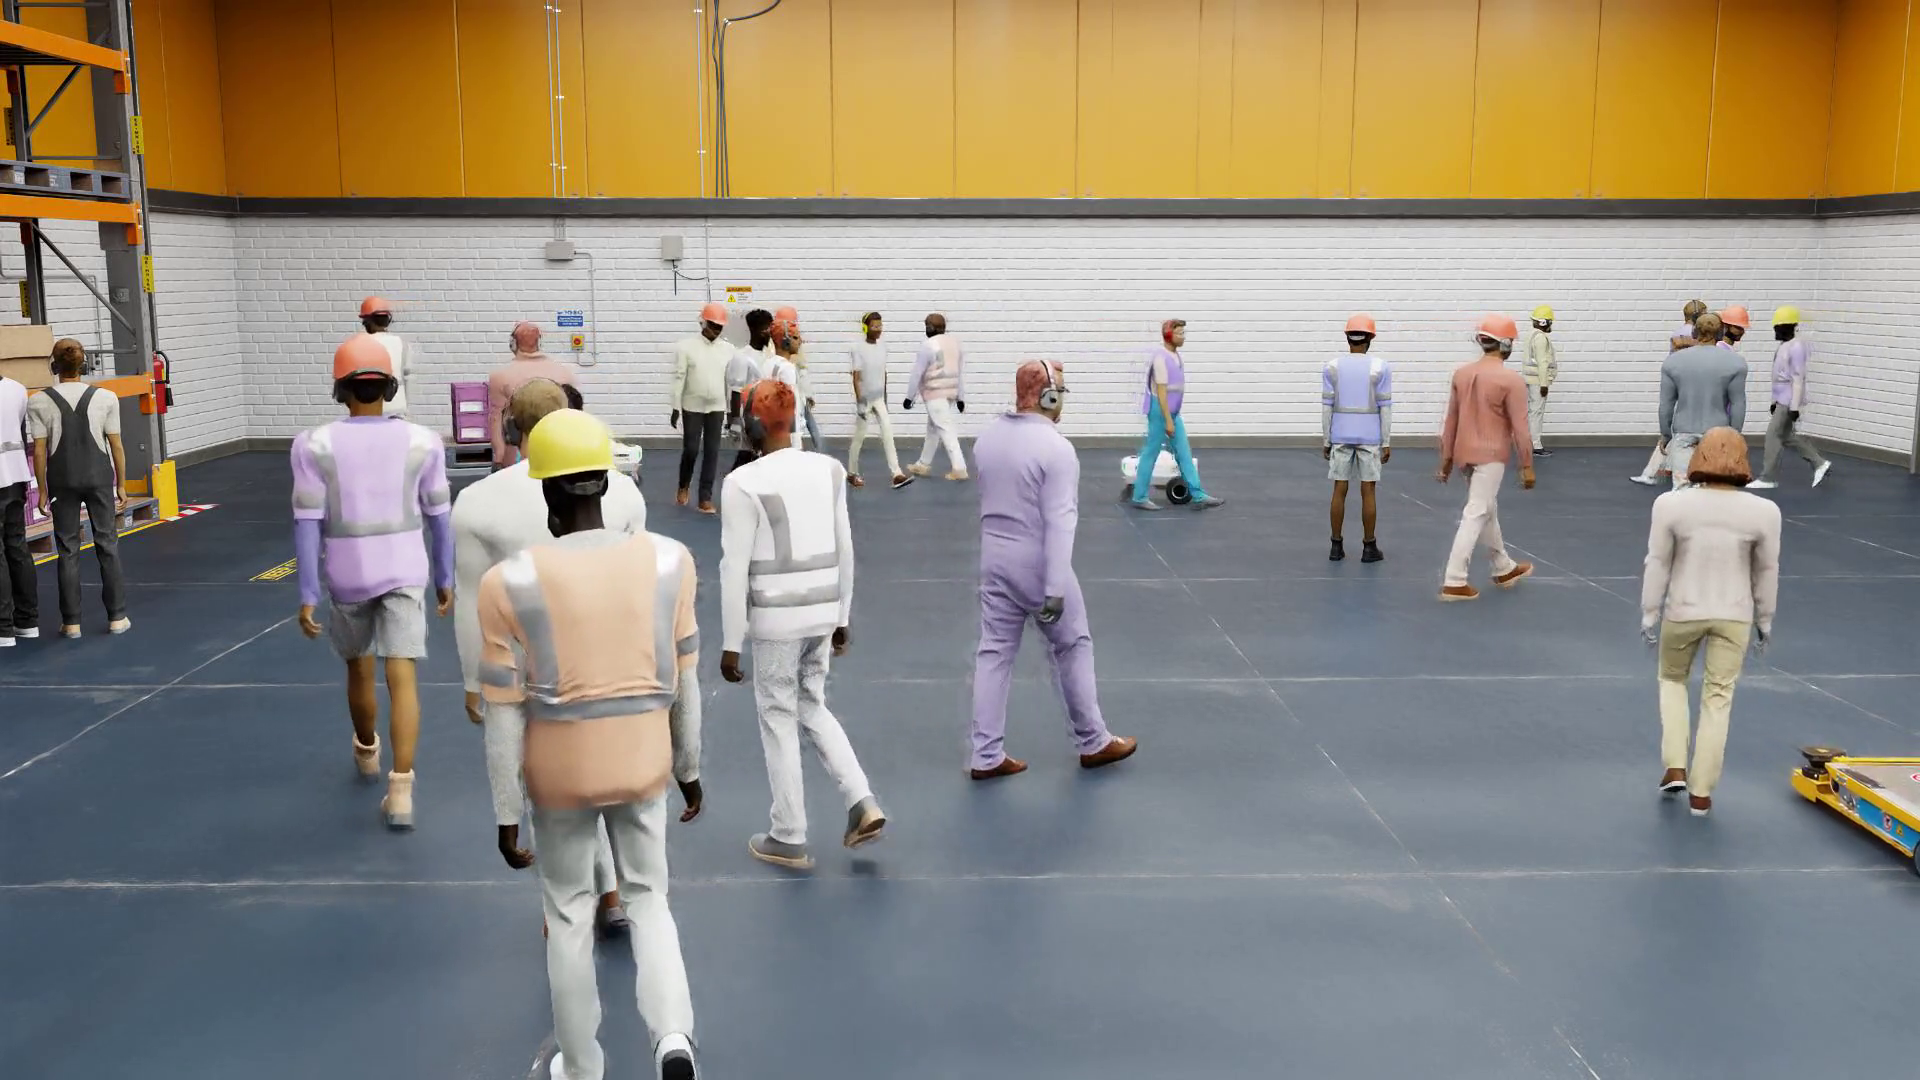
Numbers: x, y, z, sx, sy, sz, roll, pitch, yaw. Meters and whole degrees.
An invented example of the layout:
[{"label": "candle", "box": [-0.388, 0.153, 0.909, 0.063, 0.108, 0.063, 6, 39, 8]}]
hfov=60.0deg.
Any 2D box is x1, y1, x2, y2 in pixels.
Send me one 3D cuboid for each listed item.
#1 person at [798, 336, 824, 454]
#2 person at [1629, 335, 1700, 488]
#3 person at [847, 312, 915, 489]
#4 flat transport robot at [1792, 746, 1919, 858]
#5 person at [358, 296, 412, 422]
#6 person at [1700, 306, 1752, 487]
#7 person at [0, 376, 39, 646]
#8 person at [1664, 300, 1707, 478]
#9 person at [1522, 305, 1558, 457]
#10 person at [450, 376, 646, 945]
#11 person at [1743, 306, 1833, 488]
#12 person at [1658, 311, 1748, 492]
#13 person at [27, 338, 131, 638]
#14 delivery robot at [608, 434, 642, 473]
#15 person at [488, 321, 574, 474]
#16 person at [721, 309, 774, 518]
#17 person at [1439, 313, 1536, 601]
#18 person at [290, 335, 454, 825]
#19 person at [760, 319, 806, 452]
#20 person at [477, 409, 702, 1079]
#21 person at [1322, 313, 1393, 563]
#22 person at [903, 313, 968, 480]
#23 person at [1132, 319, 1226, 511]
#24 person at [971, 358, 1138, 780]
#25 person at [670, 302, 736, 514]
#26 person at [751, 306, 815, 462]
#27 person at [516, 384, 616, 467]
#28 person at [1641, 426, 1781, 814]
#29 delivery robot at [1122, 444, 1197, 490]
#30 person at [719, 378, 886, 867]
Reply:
[{"label": "person", "box": [-1.936, -1.631, 19.045, 0.823, 1.583, 0.521, 0, 9, -3]}, {"label": "person", "box": [7.466, -1.320, 17.197, 0.855, 1.587, 0.518, 0, 9, 1]}, {"label": "person", "box": [-0.859, -1.426, 17.128, 0.549, 1.820, 0.964, -8, 12, -39]}, {"label": "flat transport robot", "box": [3.896, 1.087, 6.456, 0.652, 0.197, 1.431, 0, 9, 2]}, {"label": "person", "box": [-5.265, -1.179, 15.018, 0.870, 2.010, 0.638, 7, 12, 38]}, {"label": "person", "box": [7.038, -1.184, 15.313, 0.378, 1.928, 0.550, 5, 11, 29]}, {"label": "person", "box": [-5.819, -0.314, 10.013, 0.385, 1.918, 0.596, 1, 9, 5]}, {"label": "person", "box": [7.799, -1.596, 17.811, 0.366, 1.939, 0.635, 0, 9, 0]}, {"label": "person", "box": [7.034, -1.933, 20.193, 0.404, 1.836, 0.590, 1, 9, 3]}, {"label": "person", "box": [-1.336, 0.429, 5.473, 0.642, 1.915, 0.427, -6, 11, -32]}, {"label": "person", "box": [8.560, -1.452, 17.077, 0.781, 1.901, 0.593, 2, 10, 15]}, {"label": "person", "box": [5.766, -0.805, 12.959, 0.629, 1.940, 0.378, 6, 11, 35]}, {"label": "person", "box": [-5.419, -0.317, 10.252, 0.507, 1.846, 0.345, -5, 11, -29]}, {"label": "delivery robot", "box": [-3.661, -0.862, 17.254, 0.707, 0.478, 0.477, -3, 10, -15]}, {"label": "person", "box": [-3.106, -0.641, 12.113, 0.646, 1.892, 0.514, -9, 13, -42]}, {"label": "person", "box": [-1.736, -1.106, 14.885, 1.008, 1.905, 0.624, 2, 9, 12]}, {"label": "person", "box": [3.714, -0.567, 11.431, 0.987, 1.951, 0.653, -4, 10, -24]}, {"label": "person", "box": [-2.457, 0.141, 7.003, 0.630, 1.986, 1.075, -4, 10, -23]}, {"label": "person", "box": [-1.351, -0.744, 12.759, 0.359, 1.883, 0.573, -4, 10, -25]}, {"label": "person", "box": [-0.933, 0.614, 4.349, 0.608, 1.908, 0.602, -5, 10, -27]}, {"label": "person", "box": [3.072, -0.787, 12.879, 0.542, 1.931, 0.366, 4, 10, 25]}, {"label": "person", "box": [-0.230, -1.543, 17.971, 0.959, 1.797, 0.627, 6, 11, 34]}, {"label": "person", "box": [2.015, -1.143, 15.434, 0.947, 1.795, 0.582, 5, 10, 27]}, {"label": "person", "box": [0.407, 0.128, 7.458, 0.895, 1.874, 0.647, -8, 12, -40]}, {"label": "person", "box": [-2.390, -1.228, 15.477, 0.651, 1.965, 0.567, -5, 11, -28]}, {"label": "person", "box": [-1.985, -1.603, 18.074, 1.007, 1.883, 0.558, 8, 12, 41]}, {"label": "person", "box": [-2.113, 0.003, 8.819, 0.557, 1.656, 0.819, -5, 11, -30]}, {"label": "person", "box": [3.130, 0.332, 6.963, 0.520, 1.615, 0.414, 4, 10, 21]}, {"label": "delivery robot", "box": [1.945, -0.693, 16.217, 0.707, 0.478, 0.477, 2, 9, 15]}, {"label": "person", "box": [-0.605, 0.325, 6.252, 0.514, 1.864, 0.603, 8, 12, 40]}]
